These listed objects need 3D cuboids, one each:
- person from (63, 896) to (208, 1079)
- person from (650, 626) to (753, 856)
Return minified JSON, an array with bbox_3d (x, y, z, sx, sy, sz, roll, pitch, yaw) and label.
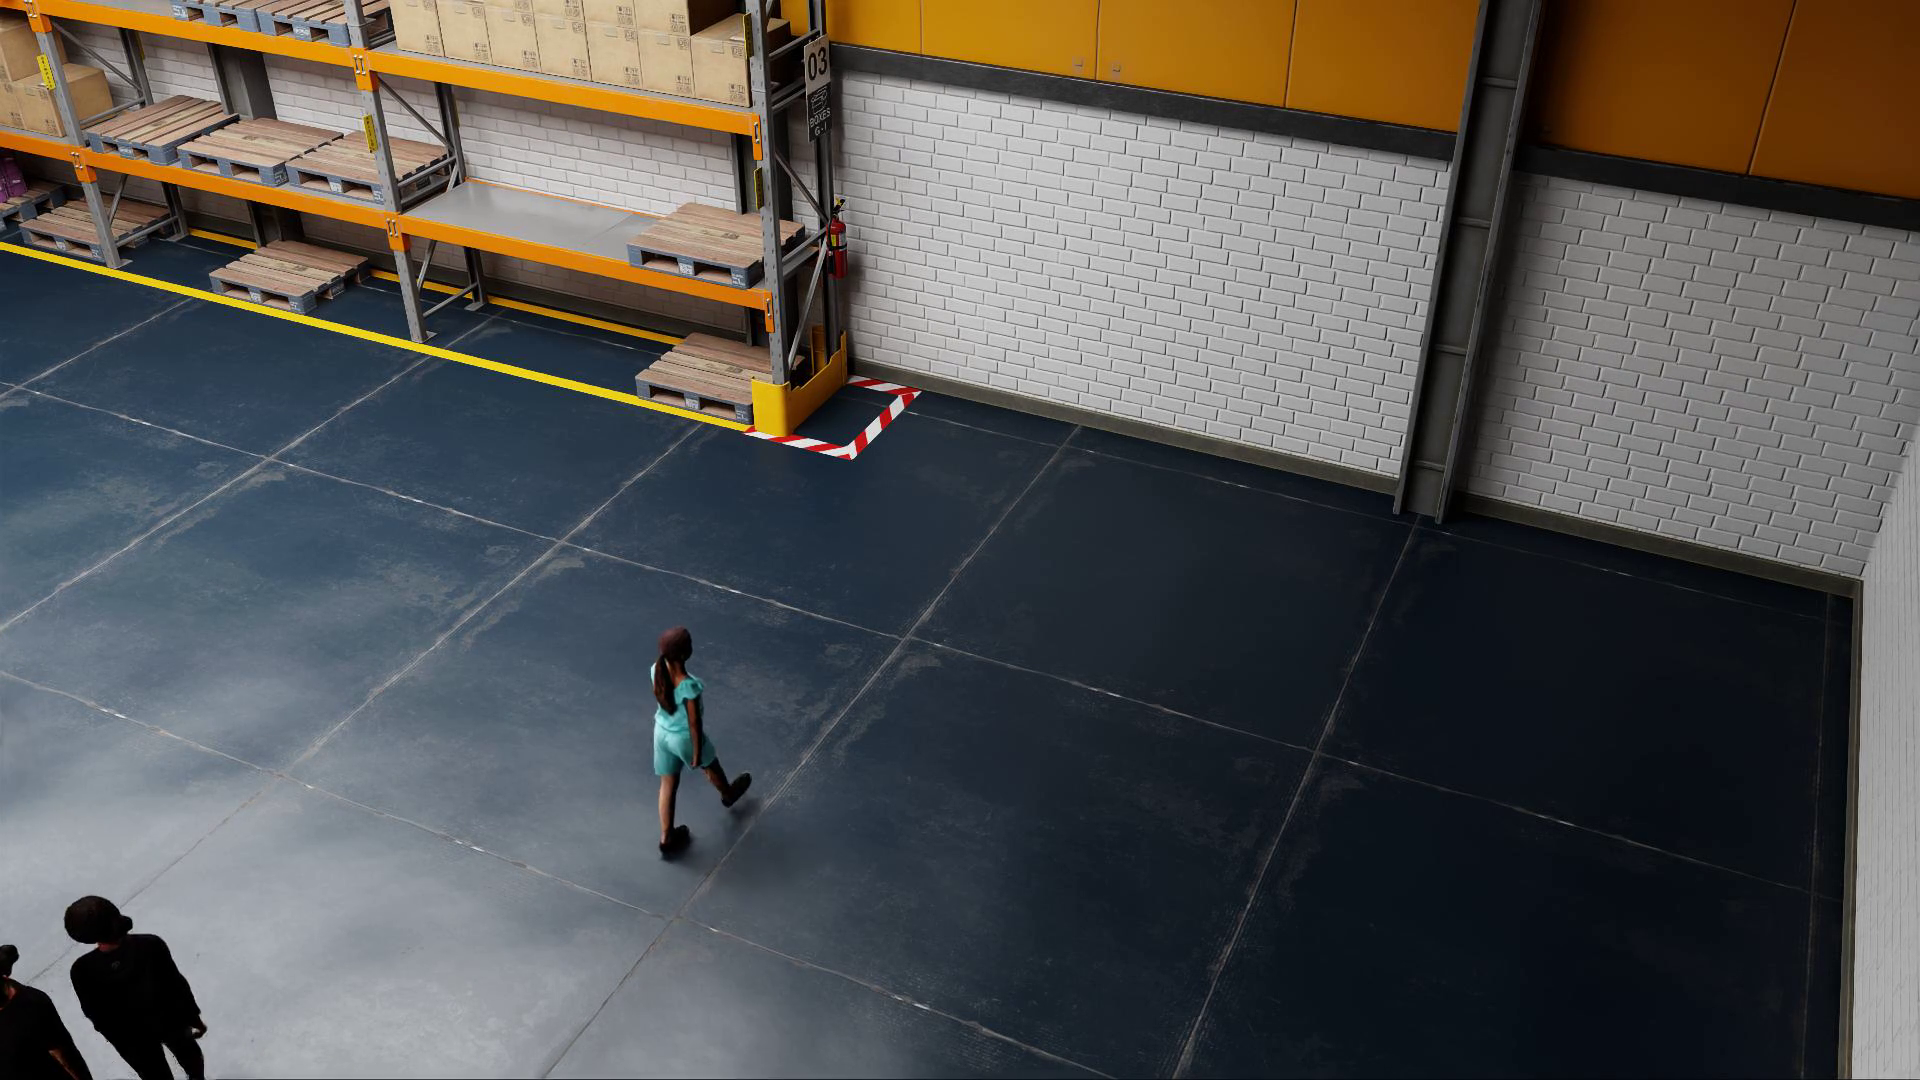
[{"bbox_3d":[-3.864,2.390,7.934,0.979,1.632,1.086,-14,36,-20],"label":"person"},{"bbox_3d":[-1.696,1.208,9.812,0.946,1.520,0.691,18,37,25],"label":"person"}]
